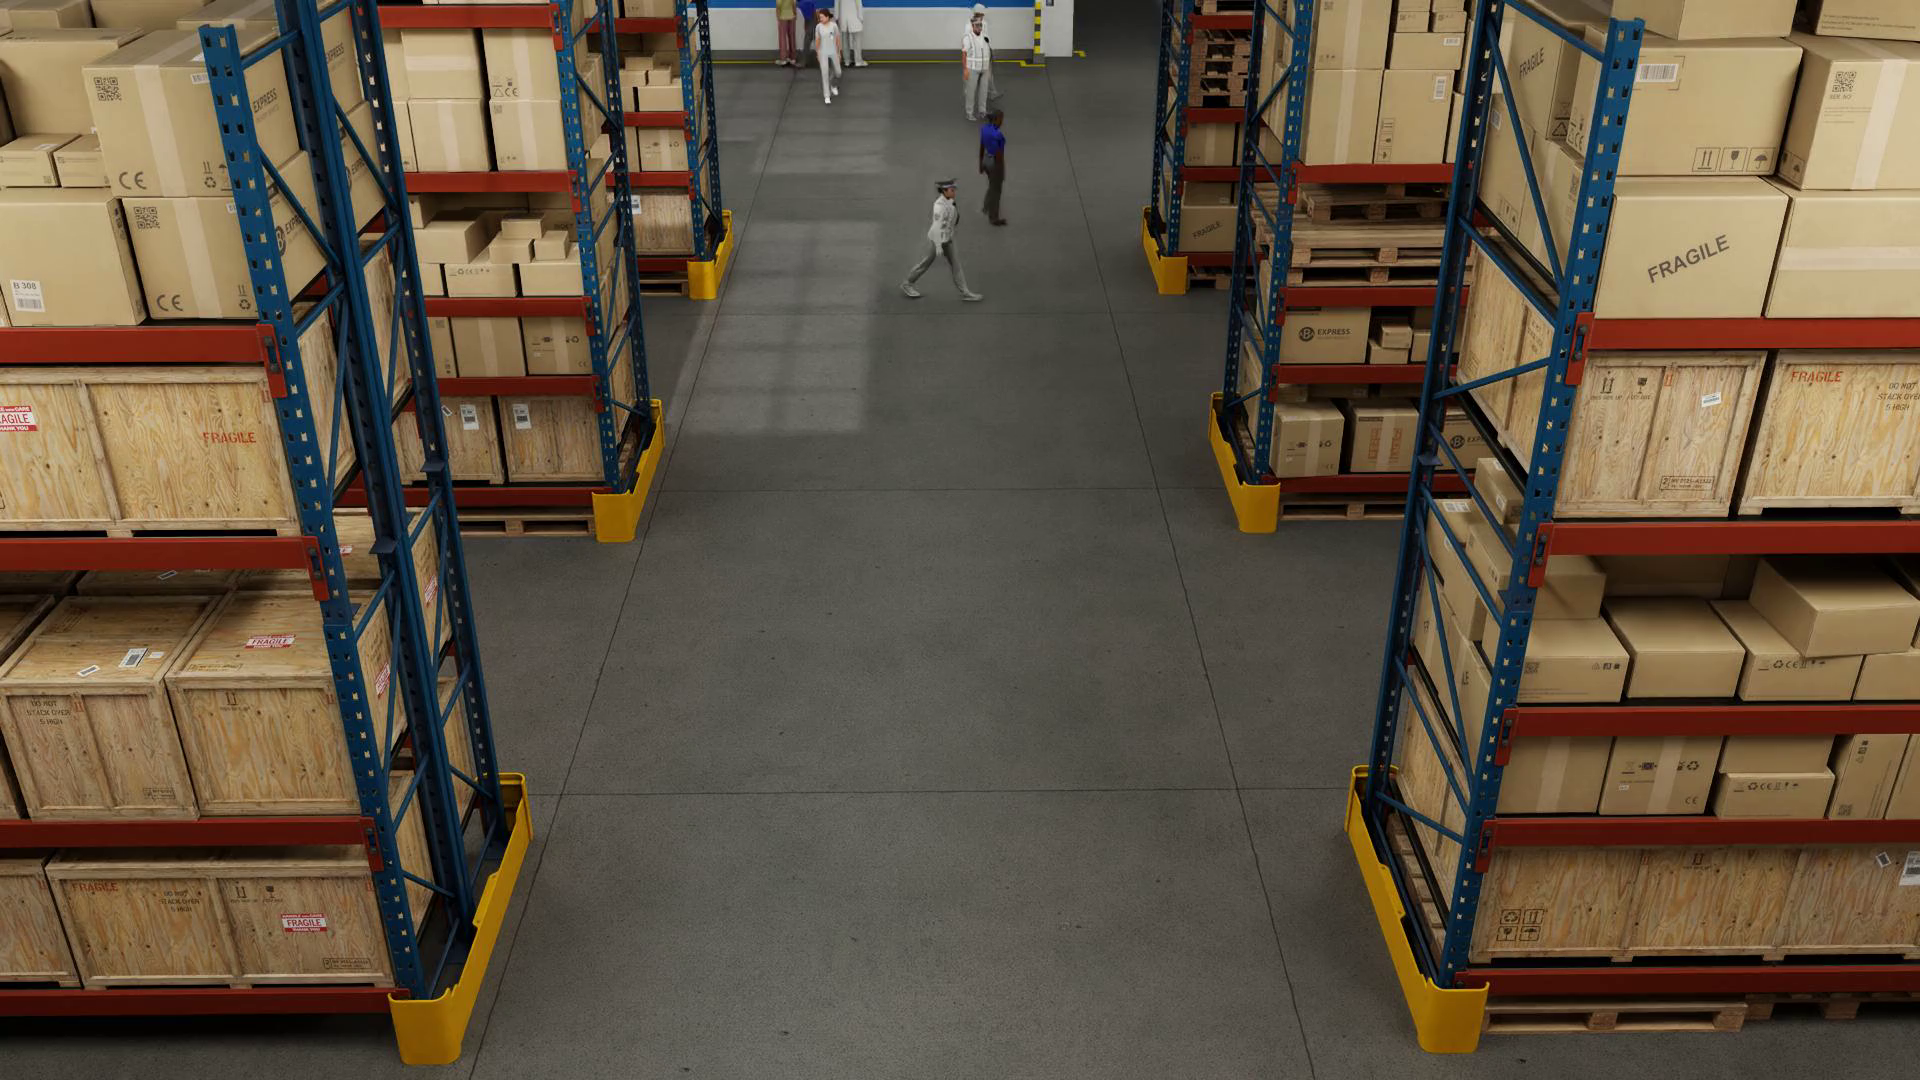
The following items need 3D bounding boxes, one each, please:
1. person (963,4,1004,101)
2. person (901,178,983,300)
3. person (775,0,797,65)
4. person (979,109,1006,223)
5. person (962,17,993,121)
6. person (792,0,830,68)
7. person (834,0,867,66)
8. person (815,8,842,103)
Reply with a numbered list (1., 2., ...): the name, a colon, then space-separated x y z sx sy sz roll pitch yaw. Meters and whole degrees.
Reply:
1. person: 0.379 -8.944 30.527 0.574 1.724 0.927 -20 34 -33
2. person: -0.253 -3.835 21.183 1.080 1.609 0.492 13 31 22
3. person: -3.499 -10.403 33.328 0.482 1.679 0.378 -14 31 -24
4. person: 0.525 -5.410 24.059 0.393 1.659 0.480 -17 33 -29
5. person: 0.317 -8.350 29.421 0.530 1.772 0.399 -15 32 -25
6. person: -3.015 -10.282 33.167 0.897 1.609 0.501 -12 30 -21
7. person: -2.209 -10.399 33.225 0.608 1.797 0.422 6 29 10
8. person: -2.424 -8.922 30.570 0.467 1.679 0.563 -3 28 -5
